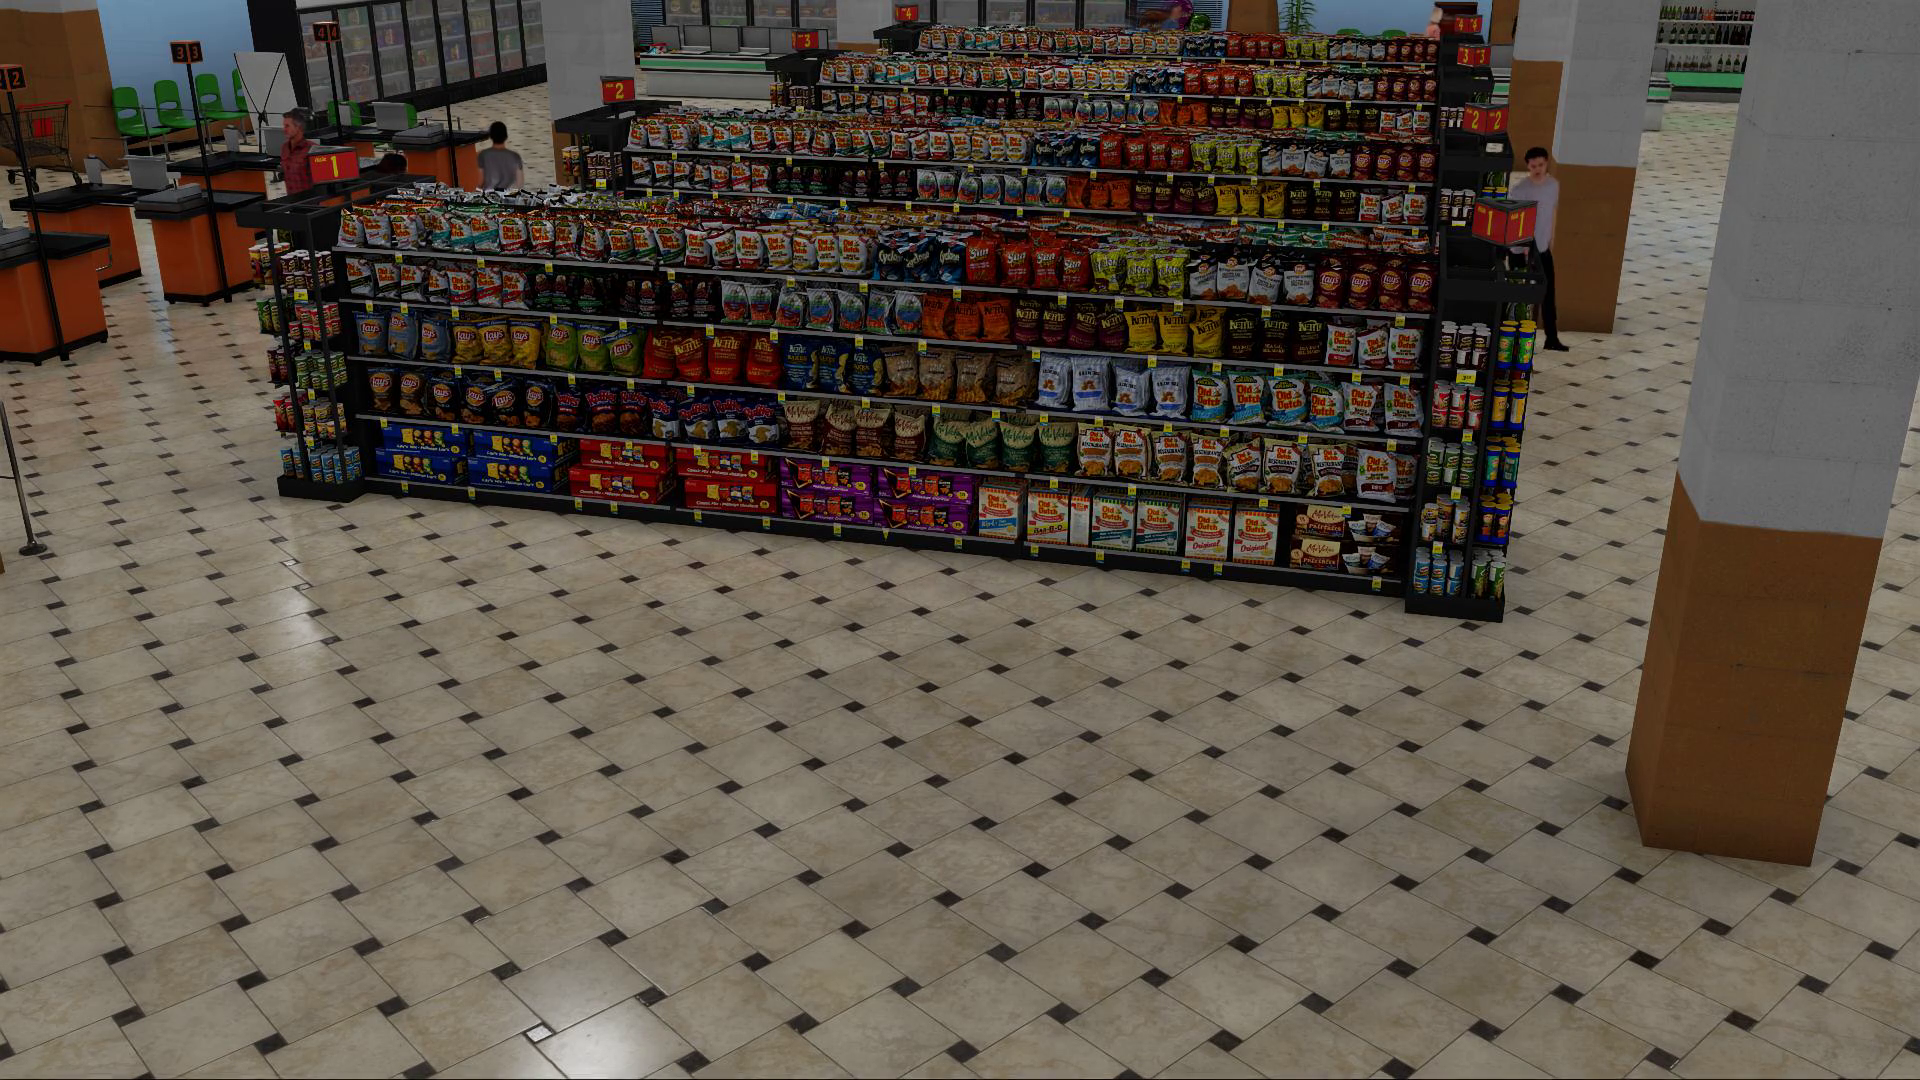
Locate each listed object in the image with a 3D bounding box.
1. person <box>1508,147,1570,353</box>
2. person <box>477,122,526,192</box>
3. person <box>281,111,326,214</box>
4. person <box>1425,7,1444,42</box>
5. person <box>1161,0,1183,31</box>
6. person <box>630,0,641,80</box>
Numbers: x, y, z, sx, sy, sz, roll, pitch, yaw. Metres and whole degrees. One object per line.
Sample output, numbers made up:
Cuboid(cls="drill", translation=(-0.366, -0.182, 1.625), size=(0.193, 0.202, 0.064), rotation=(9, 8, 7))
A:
Cuboid(cls="person", translation=(5.025, -2.586, 14.861), size=(1.059, 1.821, 1.082), rotation=(-10, 24, -24))
Cuboid(cls="person", translation=(-4.616, -3.311, 16.781), size=(1.017, 1.735, 0.970), rotation=(-5, 22, -13))
Cuboid(cls="person", translation=(-6.674, -3.452, 17.006), size=(0.585, 1.830, 0.806), rotation=(12, 25, 28))
Cuboid(cls="person", translation=(8.768, -9.074, 31.154), size=(0.903, 1.713, 0.781), rotation=(-4, 22, -10))
Cuboid(cls="person", translation=(3.816, -9.184, 31.361), size=(1.277, 1.762, 0.892), rotation=(13, 25, 30))
Cuboid(cls="person", translation=(-6.611, -9.702, 32.611), size=(1.070, 1.791, 0.727), rotation=(4, 22, 11))
